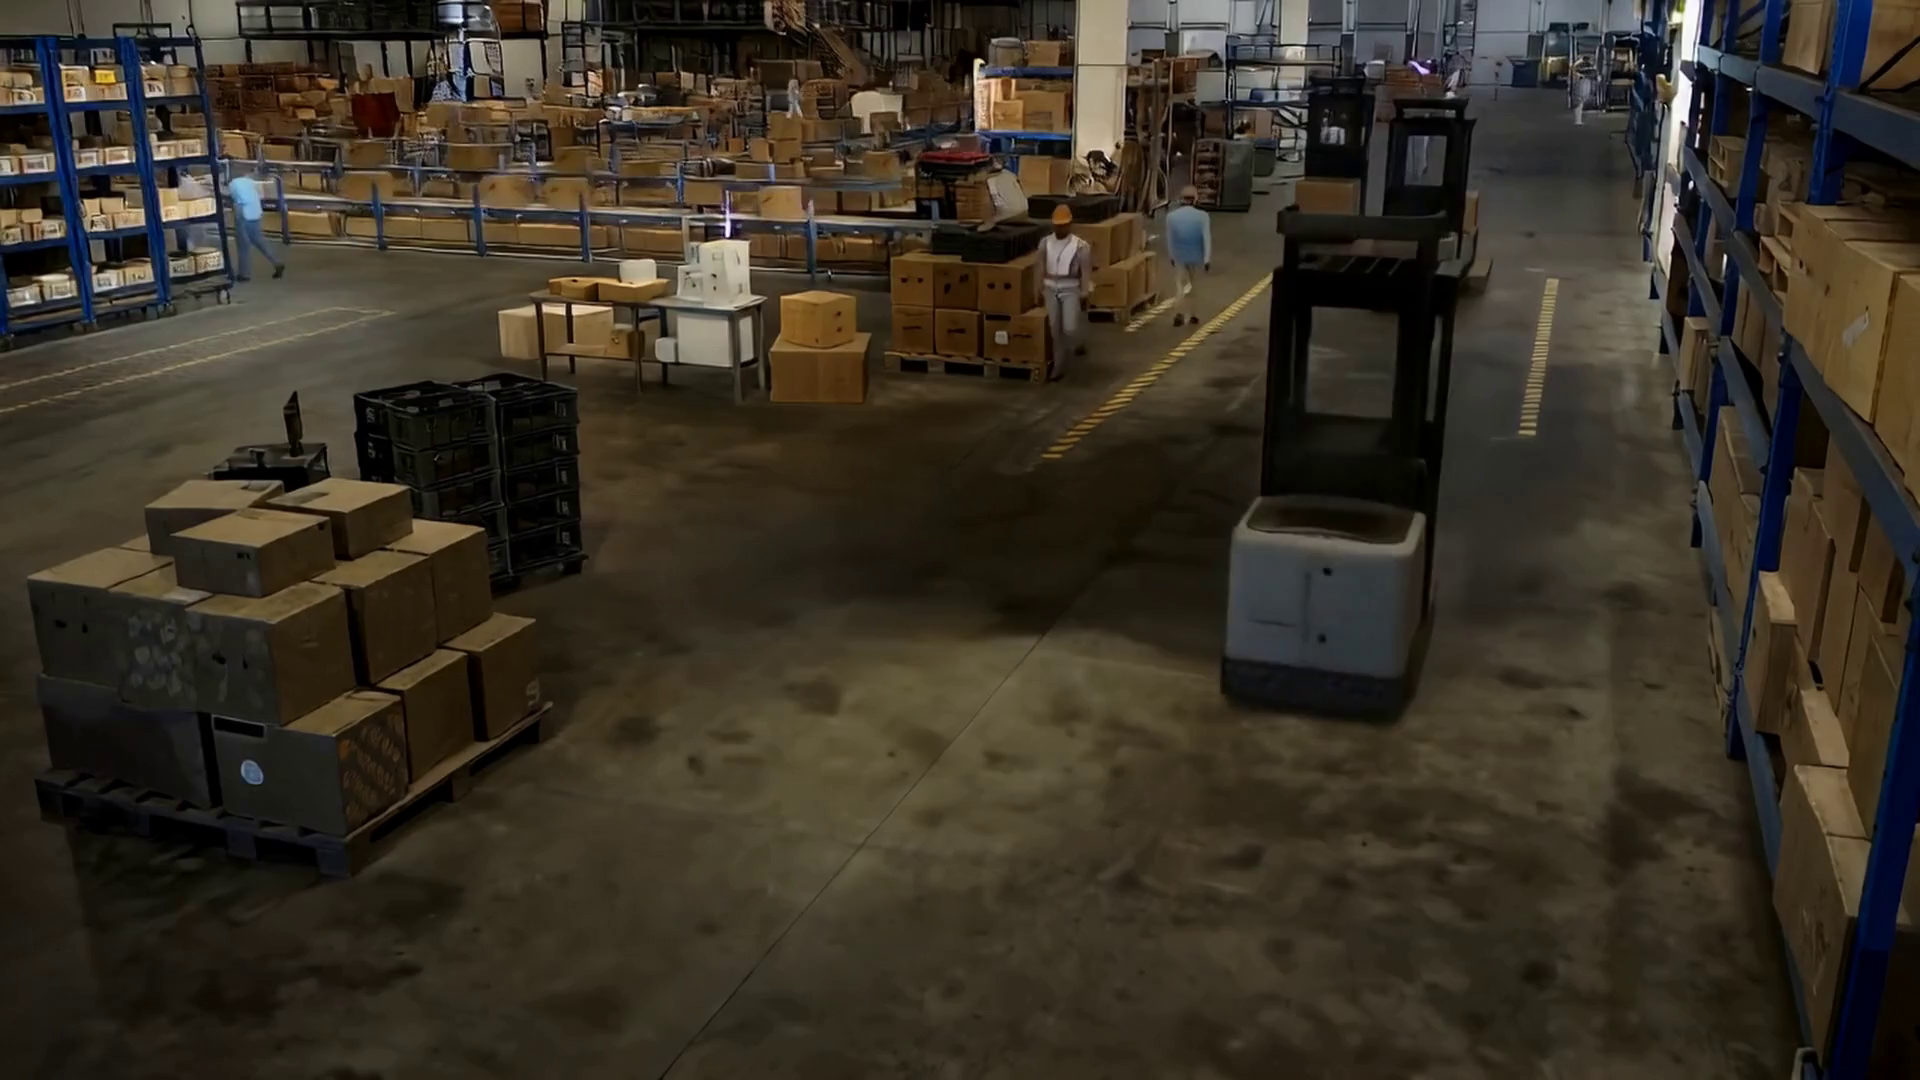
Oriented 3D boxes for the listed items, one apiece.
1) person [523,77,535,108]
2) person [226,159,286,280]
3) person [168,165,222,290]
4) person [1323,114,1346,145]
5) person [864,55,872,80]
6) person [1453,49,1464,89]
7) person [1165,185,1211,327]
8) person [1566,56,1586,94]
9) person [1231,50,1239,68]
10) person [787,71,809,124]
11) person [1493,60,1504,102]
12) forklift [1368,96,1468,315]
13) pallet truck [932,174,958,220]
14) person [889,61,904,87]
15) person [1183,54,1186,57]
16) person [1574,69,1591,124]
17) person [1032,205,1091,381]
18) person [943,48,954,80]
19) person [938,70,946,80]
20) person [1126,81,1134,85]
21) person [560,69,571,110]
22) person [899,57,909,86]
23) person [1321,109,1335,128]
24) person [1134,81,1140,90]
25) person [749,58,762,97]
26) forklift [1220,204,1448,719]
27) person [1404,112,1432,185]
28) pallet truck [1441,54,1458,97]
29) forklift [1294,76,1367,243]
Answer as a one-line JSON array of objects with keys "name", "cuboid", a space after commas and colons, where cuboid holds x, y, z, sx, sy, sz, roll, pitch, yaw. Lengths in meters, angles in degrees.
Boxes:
[{"name": "person", "cuboid": [-14.011, -14.152, 54.262, 0.511, 1.872, 0.329, 13, 22, 35]}, {"name": "person", "cuboid": [-10.612, -4.794, 24.966, 0.754, 1.814, 0.574, 5, 18, 15]}, {"name": "person", "cuboid": [-11.240, -4.560, 24.157, 1.026, 1.845, 0.653, 7, 19, 21]}, {"name": "person", "cuboid": [8.524, -8.869, 37.981, 0.536, 1.670, 0.719, 7, 19, 21]}, {"name": "person", "cuboid": [-4.119, -20.596, 74.244, 0.387, 2.034, 0.605, 0, 18, -1]}, {"name": "person", "cuboid": [26.090, -24.642, 87.021, 0.612, 1.995, 0.382, 15, 23, 39]}, {"name": "person", "cuboid": [2.921, -3.645, 21.389, 0.601, 1.790, 0.791, 4, 18, 12]}, {"name": "person", "cuboid": [29.805, -22.388, 80.171, 0.881, 1.857, 0.601, 4, 18, 13]}, {"name": "person", "cuboid": [15.324, -26.444, 92.874, 0.603, 1.885, 0.972, -14, 23, -38]}, {"name": "person", "cuboid": [-5.880, -15.932, 59.911, 0.969, 1.829, 0.606, 7, 19, 22]}, {"name": "person", "cuboid": [23.942, -20.393, 73.942, 0.431, 1.835, 0.624, 6, 19, 18]}, {"name": "forklift", "cuboid": [6.235, -4.543, 22.429, 1.129, 2.768, 1.873, 6, 19, 19]}, {"name": "pallet truck", "cuboid": [-0.507, -5.292, 27.348, 0.653, 1.274, 1.630, 6, 19, 19]}, {"name": "person", "cuboid": [-2.619, -18.486, 67.603, 0.945, 2.000, 0.677, 12, 21, 33]}, {"name": "person", "cuboid": [11.978, -25.174, 89.148, 0.945, 1.720, 0.522, 5, 18, 16]}, {"name": "person", "cuboid": [22.360, -15.924, 59.749, 0.399, 1.929, 0.539, 1, 18, 2]}, {"name": "person", "cuboid": [1.097, -2.676, 18.102, 0.624, 1.930, 0.455, 8, 19, 23]}, {"name": "person", "cuboid": [-0.626, -26.150, 91.832, 0.610, 1.946, 0.405, 2, 18, 8]}, {"name": "person", "cuboid": [-0.651, -15.469, 58.292, 0.376, 1.935, 0.550, 9, 20, 27]}, {"name": "person", "cuboid": [8.825, -24.279, 86.152, 0.661, 1.824, 0.595, -4, 18, -13]}, {"name": "person", "cuboid": [-15.500, -17.706, 65.649, 0.771, 1.740, 0.527, 1, 18, 2]}, {"name": "person", "cuboid": [-2.596, -20.900, 75.412, 0.479, 1.903, 0.692, 14, 23, 38]}, {"name": "person", "cuboid": [10.427, -11.771, 47.056, 0.318, 1.700, 0.535, -13, 22, -36]}, {"name": "person", "cuboid": [8.929, -23.599, 84.226, 0.533, 1.697, 0.318, 16, 24, 42]}, {"name": "person", "cuboid": [-8.992, -20.194, 73.151, 0.593, 1.928, 0.362, -12, 21, -33]}, {"name": "forklift", "cuboid": [2.313, -0.578, 9.973, 1.129, 2.768, 1.873, 6, 19, 19]}, {"name": "person", "cuboid": [9.566, -8.038, 35.018, 0.636, 1.900, 0.399, 3, 18, 9]}, {"name": "pallet truck", "cuboid": [22.765, -21.886, 78.355, 0.823, 1.965, 1.885, -4, 18, -14]}, {"name": "forklift", "cuboid": [6.598, -6.755, 29.381, 1.129, 2.768, 1.873, 6, 19, 19]}]
